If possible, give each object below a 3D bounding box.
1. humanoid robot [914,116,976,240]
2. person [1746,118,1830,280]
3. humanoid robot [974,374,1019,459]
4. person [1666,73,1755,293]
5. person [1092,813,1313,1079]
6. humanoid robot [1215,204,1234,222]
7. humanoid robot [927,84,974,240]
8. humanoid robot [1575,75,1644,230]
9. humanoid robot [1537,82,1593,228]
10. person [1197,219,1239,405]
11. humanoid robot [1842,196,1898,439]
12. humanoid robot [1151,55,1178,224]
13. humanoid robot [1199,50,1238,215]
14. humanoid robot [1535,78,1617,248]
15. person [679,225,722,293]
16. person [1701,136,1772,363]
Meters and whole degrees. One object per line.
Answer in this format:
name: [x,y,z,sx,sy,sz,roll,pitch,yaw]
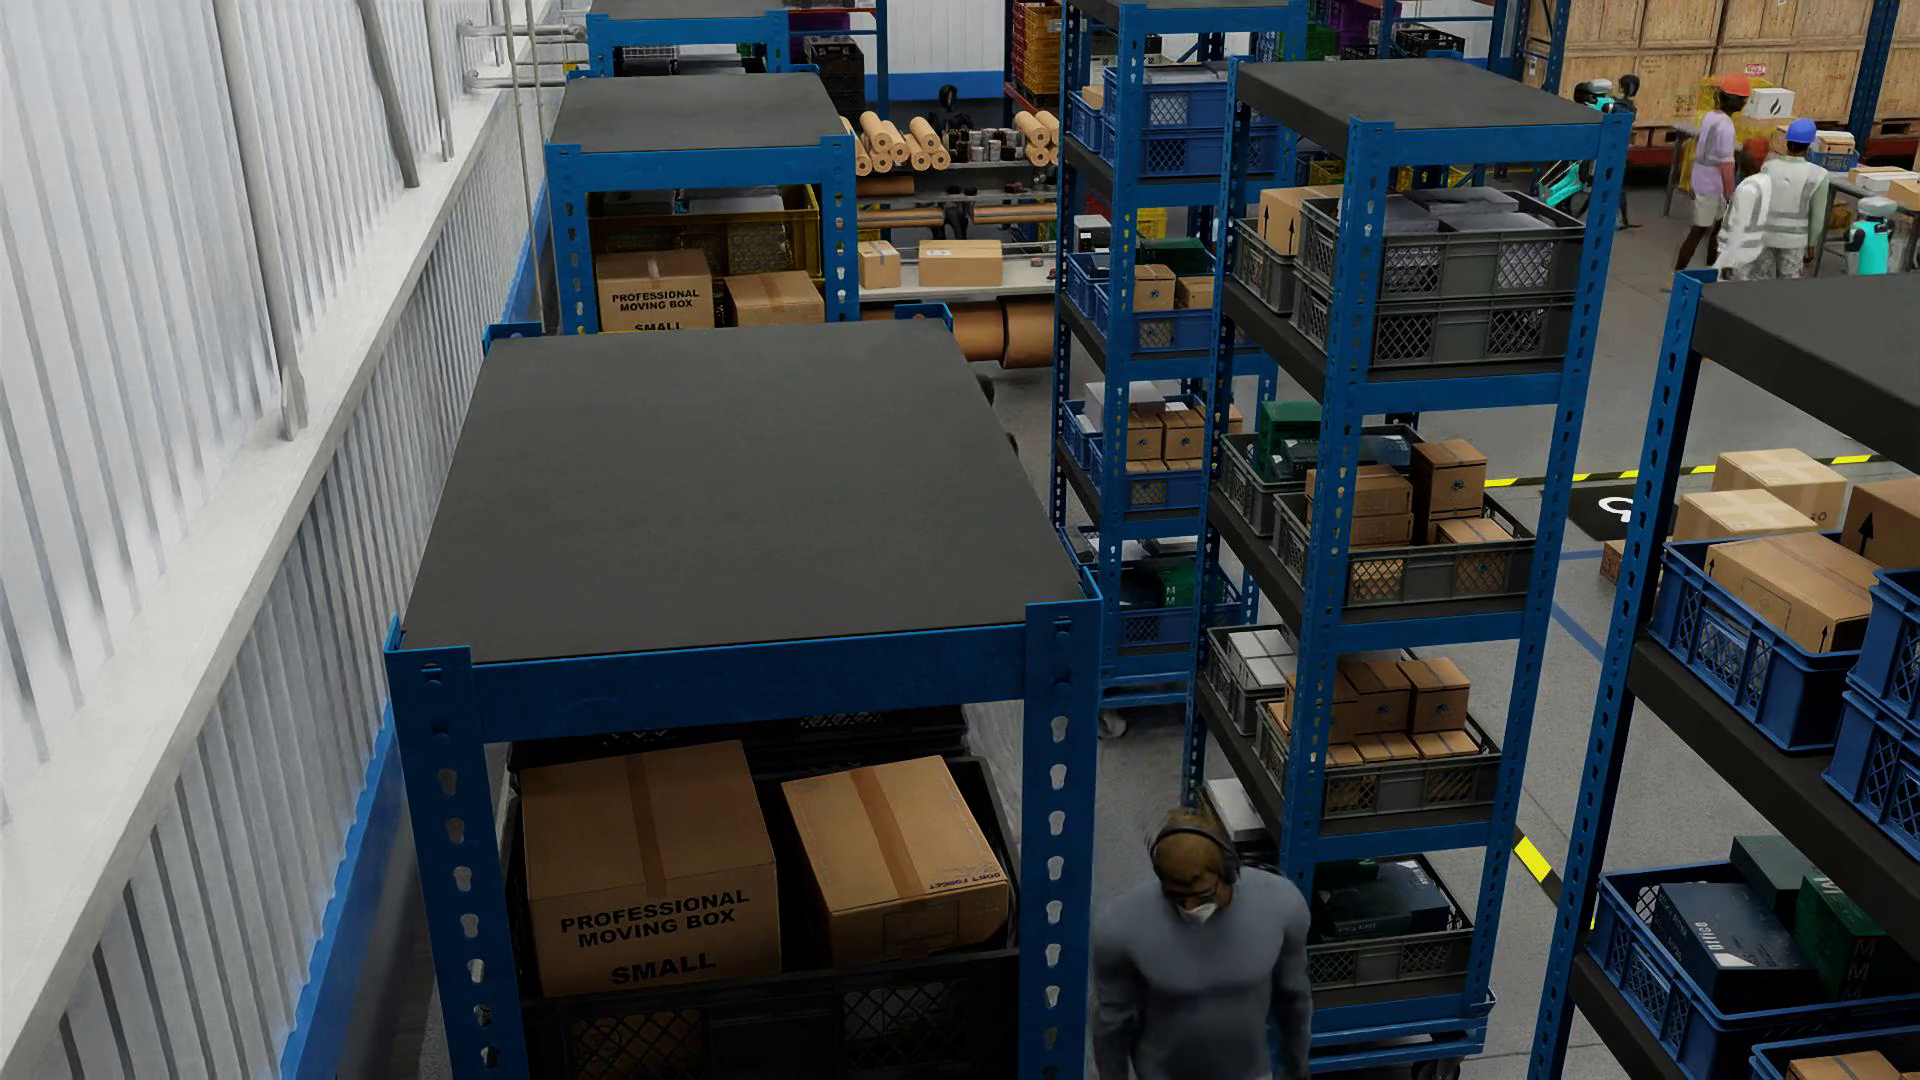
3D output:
humanoid robot: [-0.143,-3.085,15.349,0.586,1.623,0.656,-1,25,-2]
person: [6.731,-2.471,13.661,0.602,1.948,0.386,16,29,31]
humanoid robot: [-0.017,-0.063,8.757,0.609,1.642,0.447,8,26,16]
person: [7.009,-3.235,15.234,0.761,2.021,0.626,5,25,11]
person: [0.709,1.565,4.942,0.682,1.900,0.534,-3,25,-7]
humanoid robot: [2.792,-4.005,17.226,0.545,1.782,0.675,-9,26,-20]
humanoid robot: [-0.085,-3.751,16.760,0.612,1.651,0.307,13,28,25]
humanoid robot: [6.883,-4.053,17.467,0.770,1.625,0.590,16,29,31]
humanoid robot: [6.153,-3.810,16.891,0.600,1.655,0.409,-10,27,-21]
person: [1.694,-1.237,11.094,0.397,1.852,0.589,-3,25,-8]
humanoid robot: [6.608,-1.507,11.828,0.559,1.769,0.809,-17,30,-32]
humanoid robot: [2.001,-4.233,17.703,0.714,1.754,0.530,-18,30,-35]
humanoid robot: [2.692,-4.331,18.018,0.677,1.841,0.540,-18,30,-34]
humanoid robot: [5.997,-3.679,16.451,0.727,1.712,0.531,-2,25,-4]
person: [-1.862,-1.478,11.483,0.602,1.965,0.368,15,29,30]
person: [6.324,-2.328,13.472,0.699,1.864,0.609,18,30,34]
